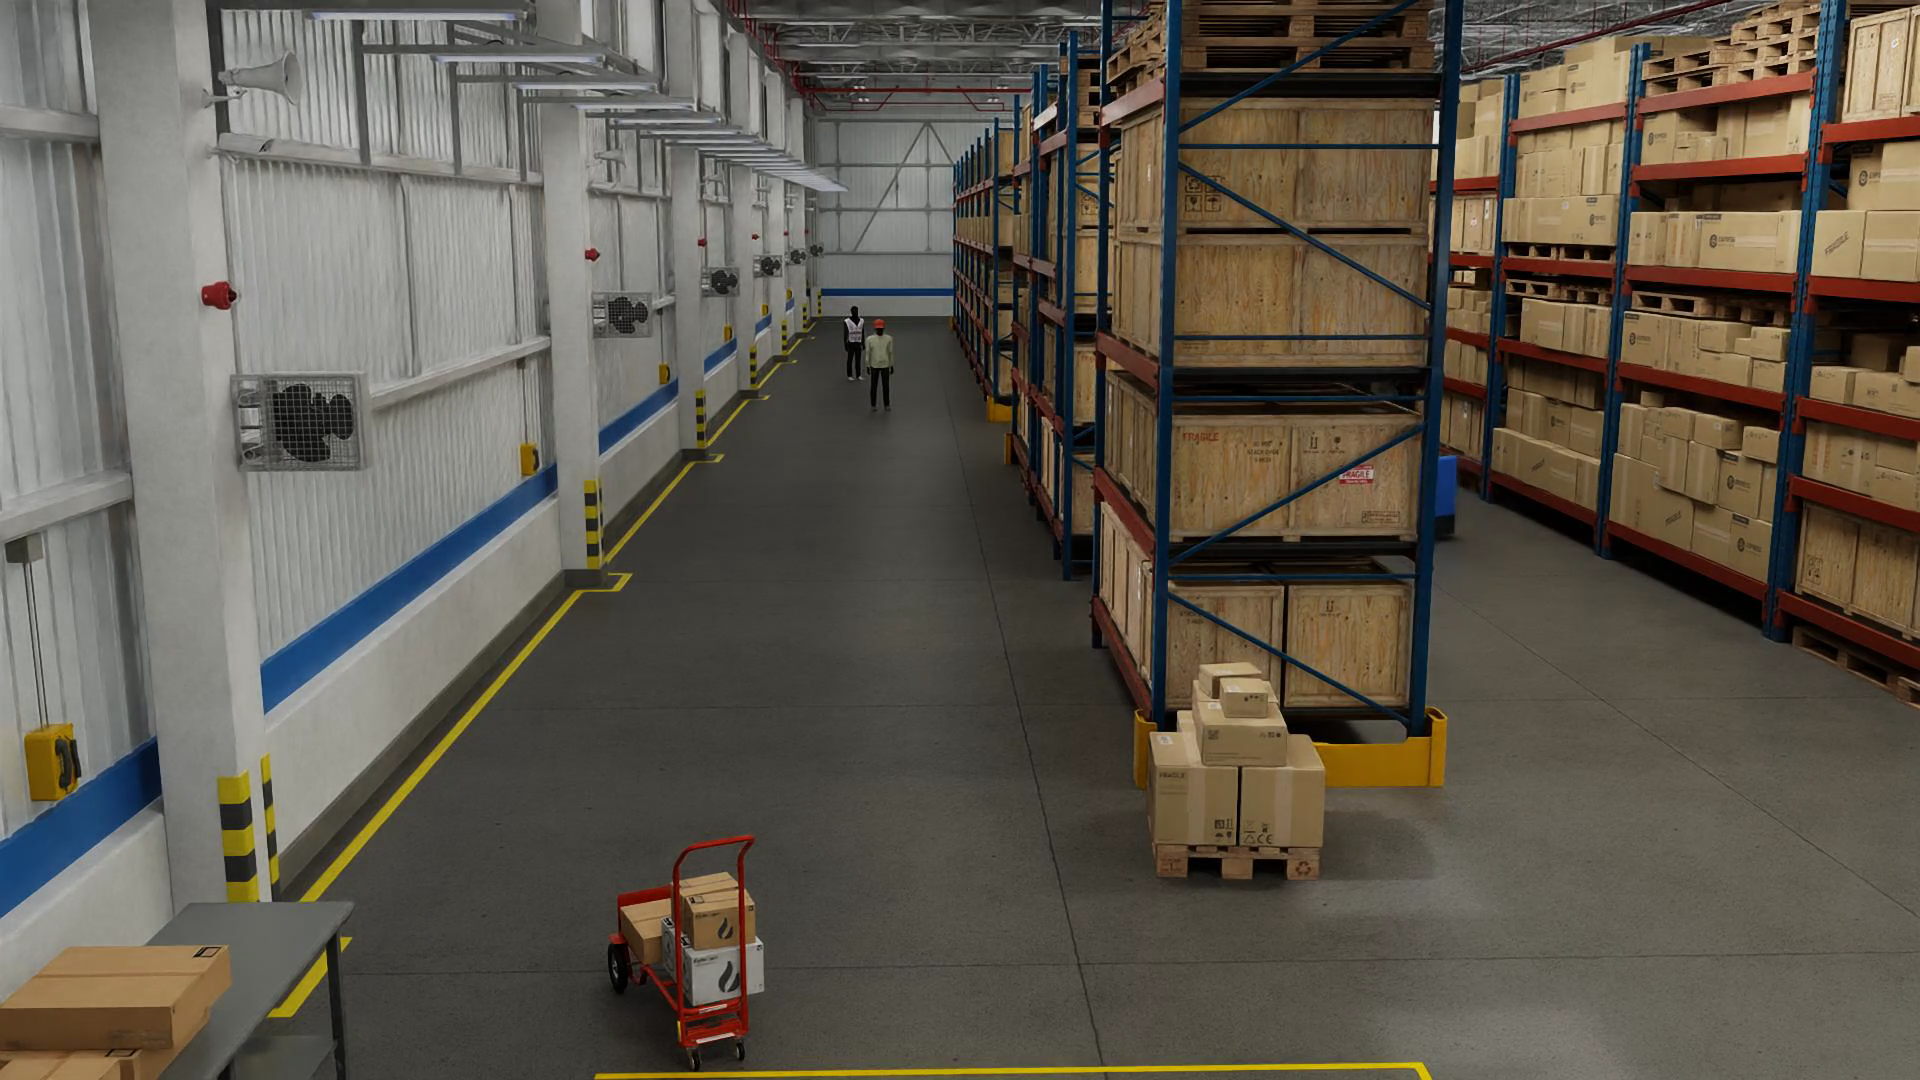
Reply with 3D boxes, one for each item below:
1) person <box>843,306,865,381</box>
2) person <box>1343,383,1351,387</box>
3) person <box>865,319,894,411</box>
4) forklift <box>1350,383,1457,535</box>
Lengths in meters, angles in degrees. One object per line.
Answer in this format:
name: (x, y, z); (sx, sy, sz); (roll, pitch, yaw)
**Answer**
person: (-2.715, -5.031, 42.565); (0.589, 1.911, 0.387); (-8, 13, -34)
person: (7.722, -3.147, 32.981); (0.462, 1.819, 0.591); (2, 11, 9)
person: (-1.713, -3.747, 35.683); (0.618, 1.986, 0.407); (-3, 11, -13)
forklift: (5.548, -1.527, 21.794); (1.129, 2.768, 1.873); (-5, 12, -25)
